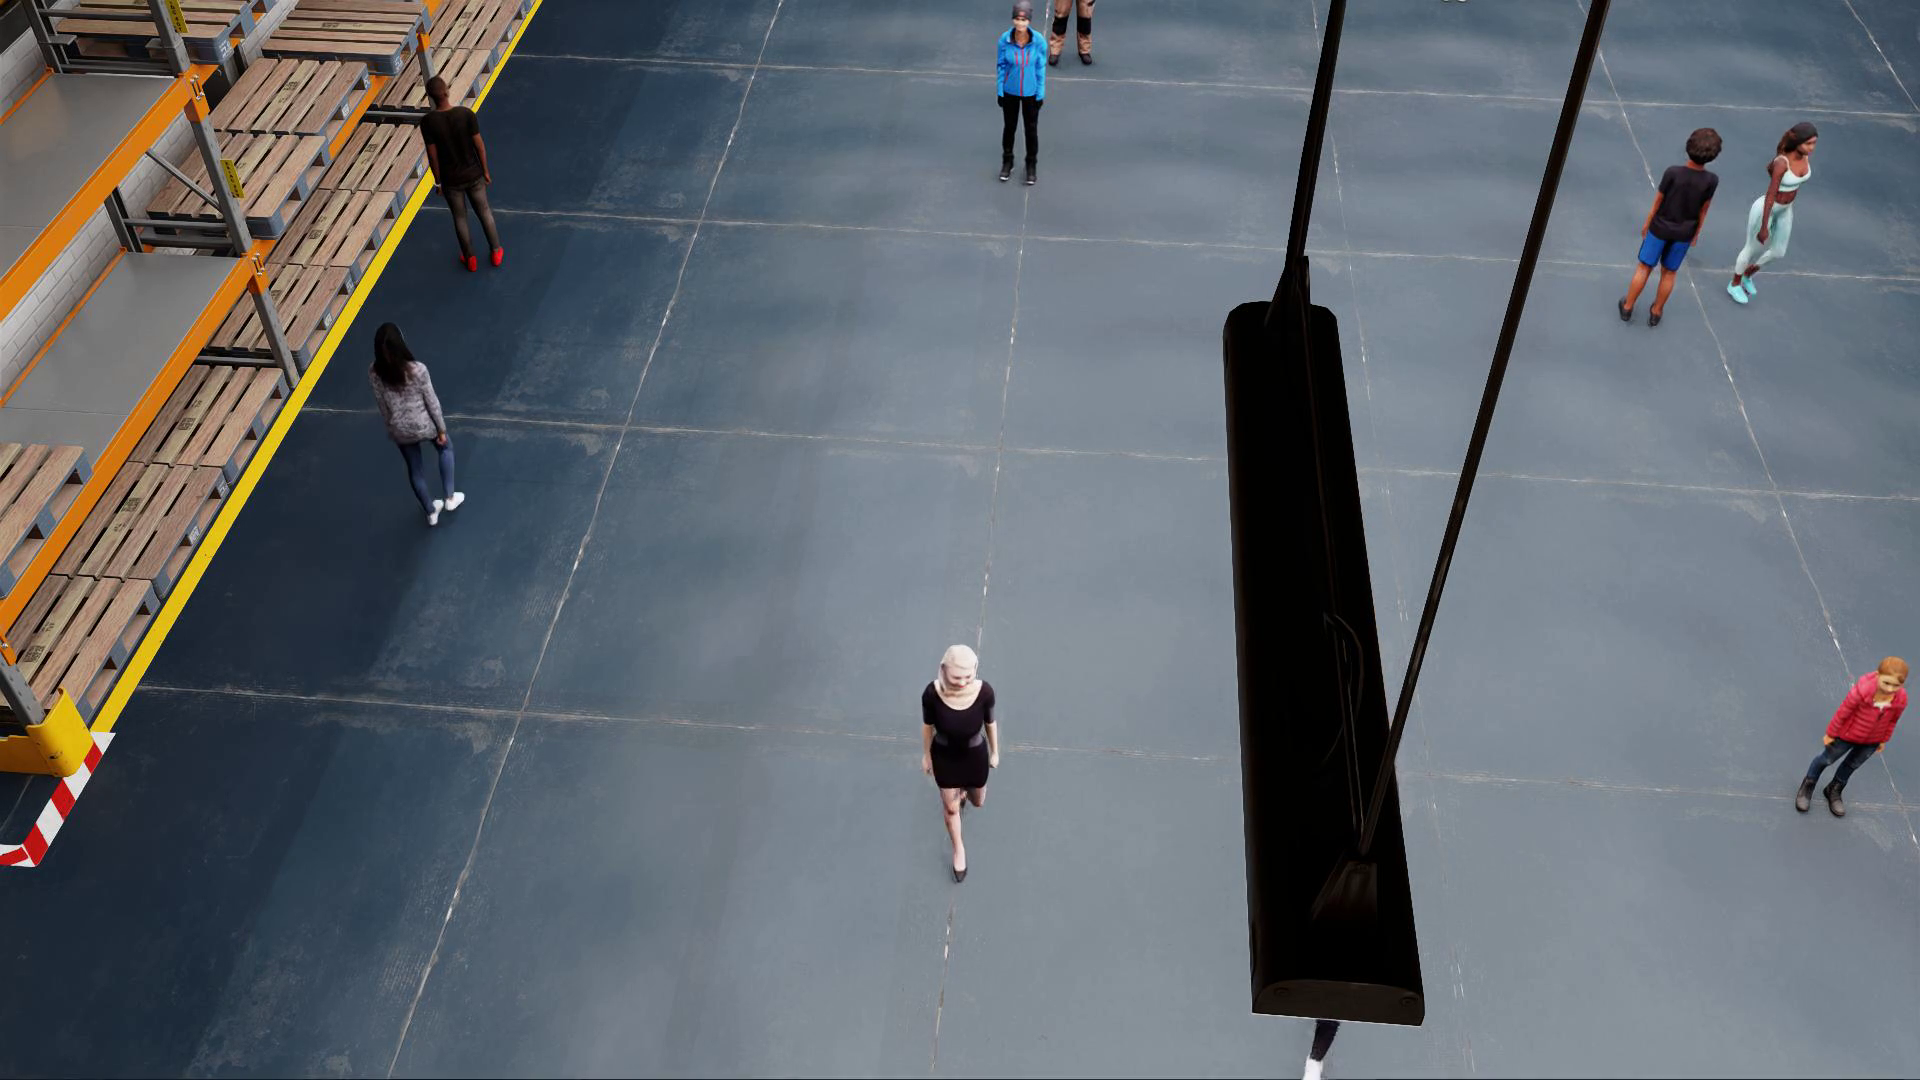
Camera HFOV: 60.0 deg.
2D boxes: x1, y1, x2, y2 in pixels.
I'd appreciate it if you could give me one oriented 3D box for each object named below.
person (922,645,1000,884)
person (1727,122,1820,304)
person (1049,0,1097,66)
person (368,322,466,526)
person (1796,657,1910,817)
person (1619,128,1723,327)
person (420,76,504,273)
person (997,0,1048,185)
[{"bbox_3d":[0.000,1.202,9.758,0.686,1.818,0.933,-3,44,-3],"label":"person"},{"bbox_3d":[6.774,-2.774,14.008,0.670,1.713,0.705,-16,46,-16],"label":"person"},{"bbox_3d":[1.204,-5.805,17.097,0.691,1.841,0.593,1,44,1],"label":"person"},{"bbox_3d":[-3.931,-0.762,11.890,0.653,1.721,0.641,-2,44,-2],"label":"person"},{"bbox_3d":[5.473,1.179,10.145,0.529,1.317,0.507,7,44,7],"label":"person"},{"bbox_3d":[5.890,-2.565,13.730,0.629,1.794,0.616,10,44,10],"label":"person"},{"bbox_3d":[-4.304,-3.148,14.334,0.708,1.804,0.693,-15,46,-16],"label":"person"},{"bbox_3d":[0.566,-4.142,15.383,0.630,1.796,0.566,8,44,8],"label":"person"}]
